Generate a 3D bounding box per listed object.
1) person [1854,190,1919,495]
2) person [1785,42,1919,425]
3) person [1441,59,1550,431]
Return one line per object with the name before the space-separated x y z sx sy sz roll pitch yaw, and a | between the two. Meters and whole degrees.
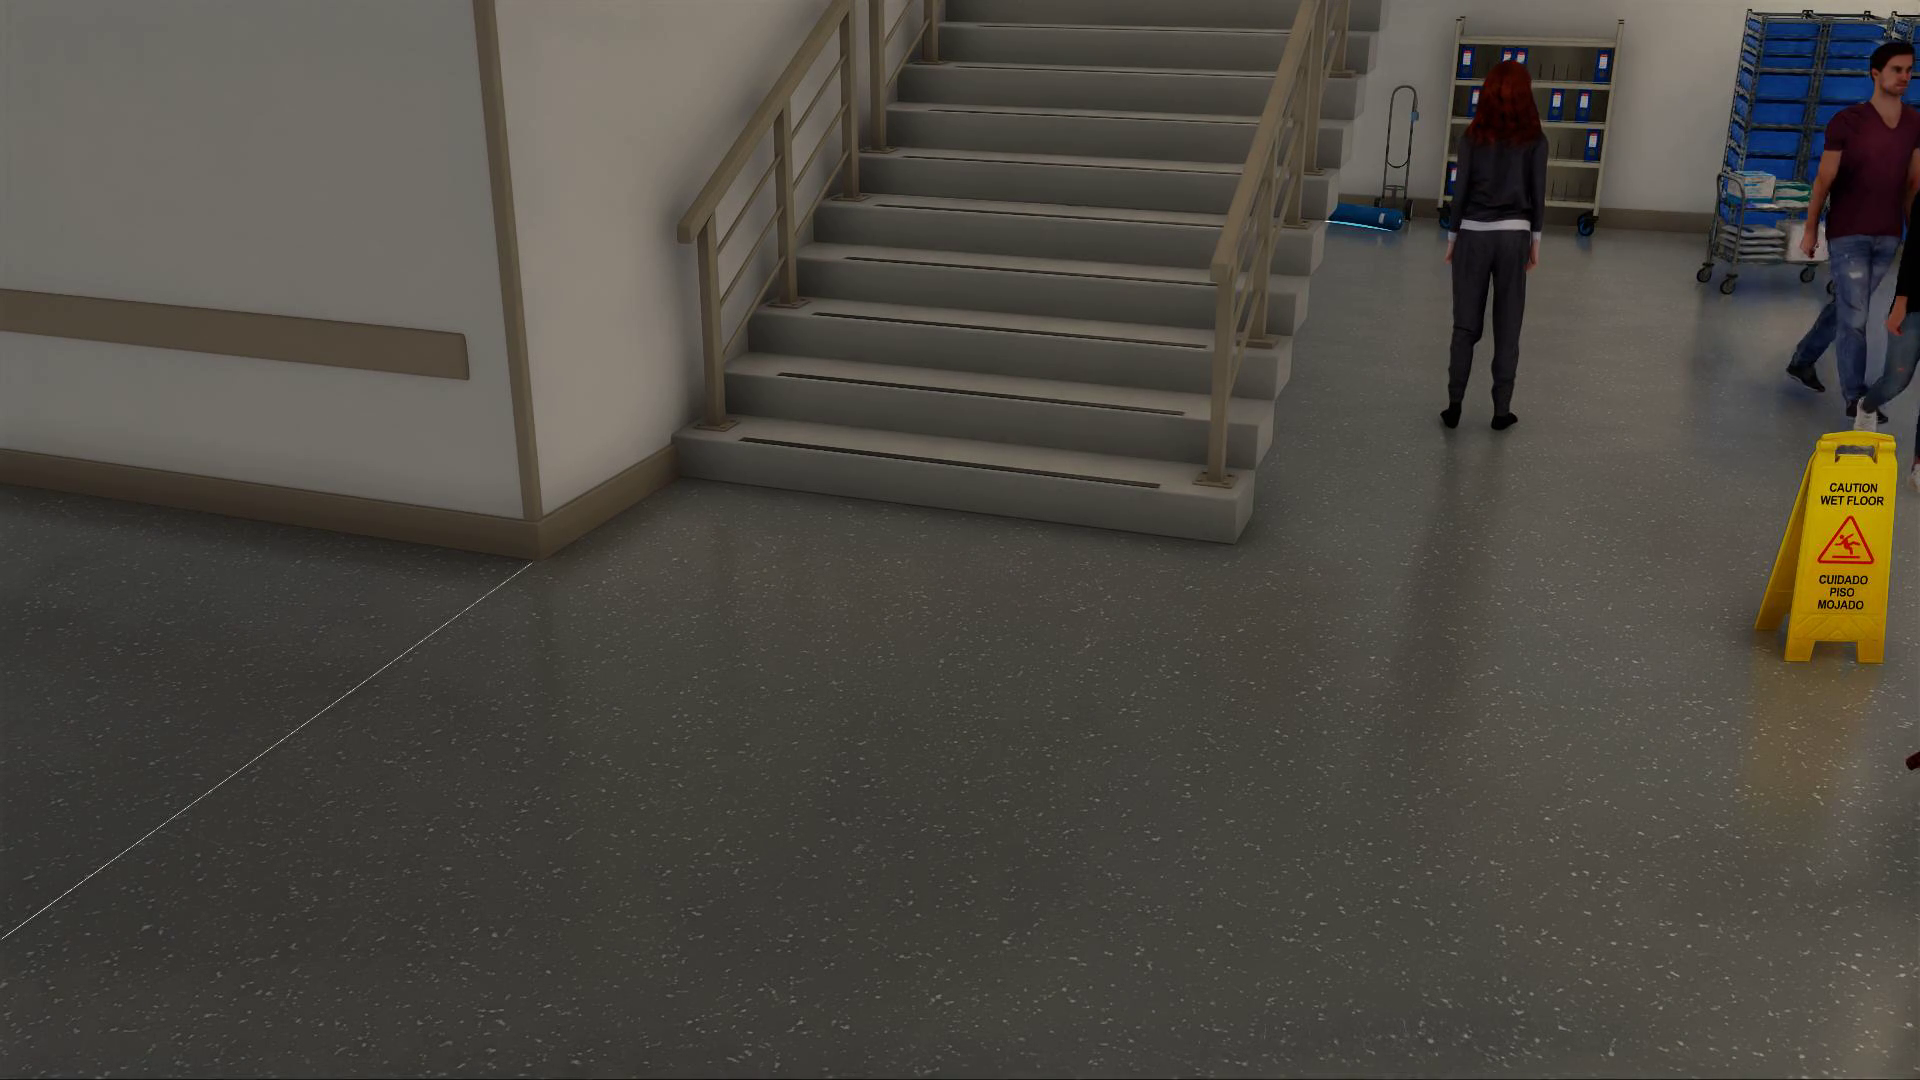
person | 4.248 -1.037 7.311 0.716 1.627 0.995 2 21 5
person | 4.515 -1.553 8.416 1.039 1.810 1.262 -3 21 -7
person | 2.594 -1.421 8.108 0.587 1.781 0.477 7 22 18
